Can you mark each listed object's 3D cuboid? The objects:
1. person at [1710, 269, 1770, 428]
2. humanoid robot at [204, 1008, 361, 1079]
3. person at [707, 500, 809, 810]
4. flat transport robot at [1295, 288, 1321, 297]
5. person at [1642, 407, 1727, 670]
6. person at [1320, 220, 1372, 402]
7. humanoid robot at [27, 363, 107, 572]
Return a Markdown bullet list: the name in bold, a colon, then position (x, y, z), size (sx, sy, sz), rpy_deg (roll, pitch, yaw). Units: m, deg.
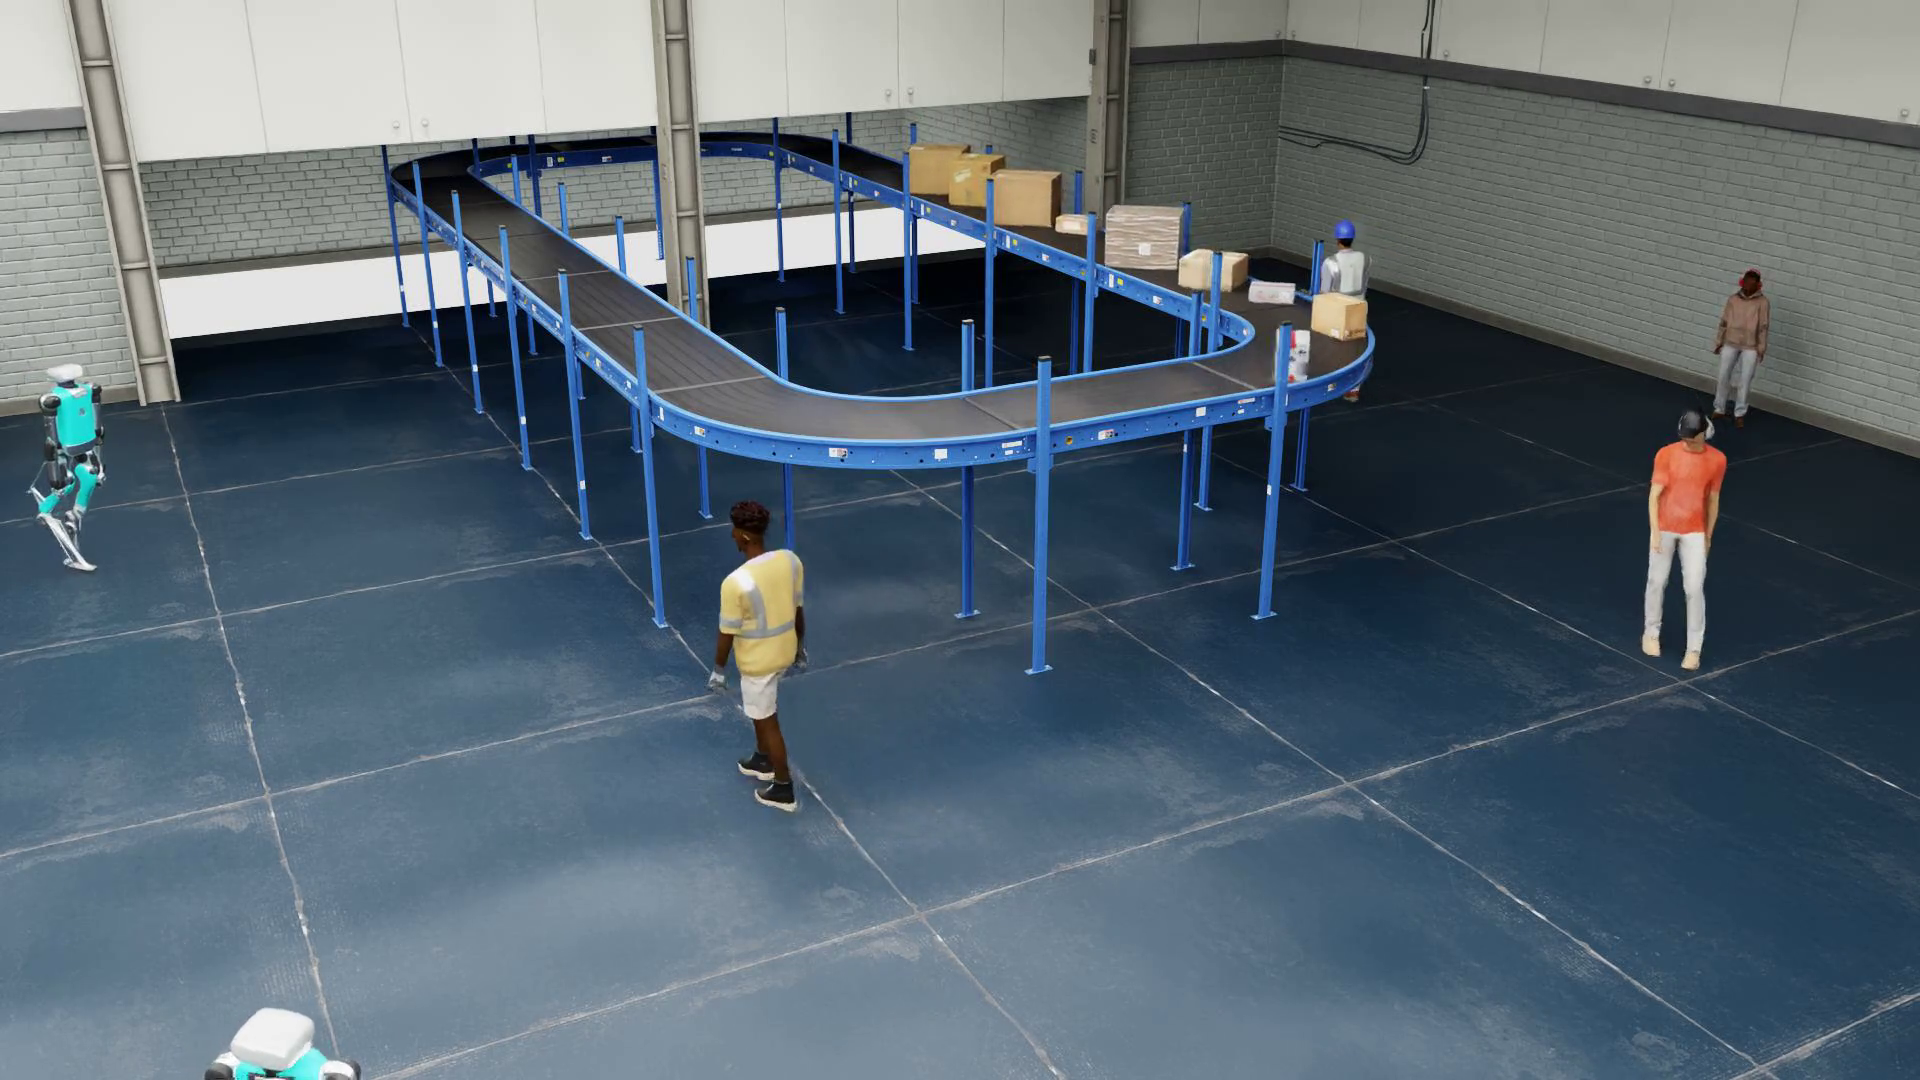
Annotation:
- **person**: position (7.922, -1.951, 16.861), size (0.489, 1.641, 0.318), rpy_deg (16, 27, 34)
- **humanoid robot**: position (-2.348, 2.566, 5.706), size (0.531, 1.844, 0.827), rpy_deg (2, 22, 5)
- **person**: position (-1.261, 0.671, 9.979), size (0.742, 1.937, 0.629), rpy_deg (14, 26, 31)
- **flat transport robot**: position (4.318, -2.967, 21.208), size (1.431, 0.231, 0.659), rpy_deg (-16, 27, -35)
- **person**: position (5.118, -0.021, 11.777), size (0.516, 1.881, 0.521), rpy_deg (7, 23, 16)
- **person**: position (4.098, -2.472, 17.830), size (0.597, 1.895, 1.020), rpy_deg (-4, 22, -9)
- **humanoid robot**: position (-7.178, -0.500, 13.294), size (0.764, 1.899, 0.546), rpy_deg (8, 23, 19)
